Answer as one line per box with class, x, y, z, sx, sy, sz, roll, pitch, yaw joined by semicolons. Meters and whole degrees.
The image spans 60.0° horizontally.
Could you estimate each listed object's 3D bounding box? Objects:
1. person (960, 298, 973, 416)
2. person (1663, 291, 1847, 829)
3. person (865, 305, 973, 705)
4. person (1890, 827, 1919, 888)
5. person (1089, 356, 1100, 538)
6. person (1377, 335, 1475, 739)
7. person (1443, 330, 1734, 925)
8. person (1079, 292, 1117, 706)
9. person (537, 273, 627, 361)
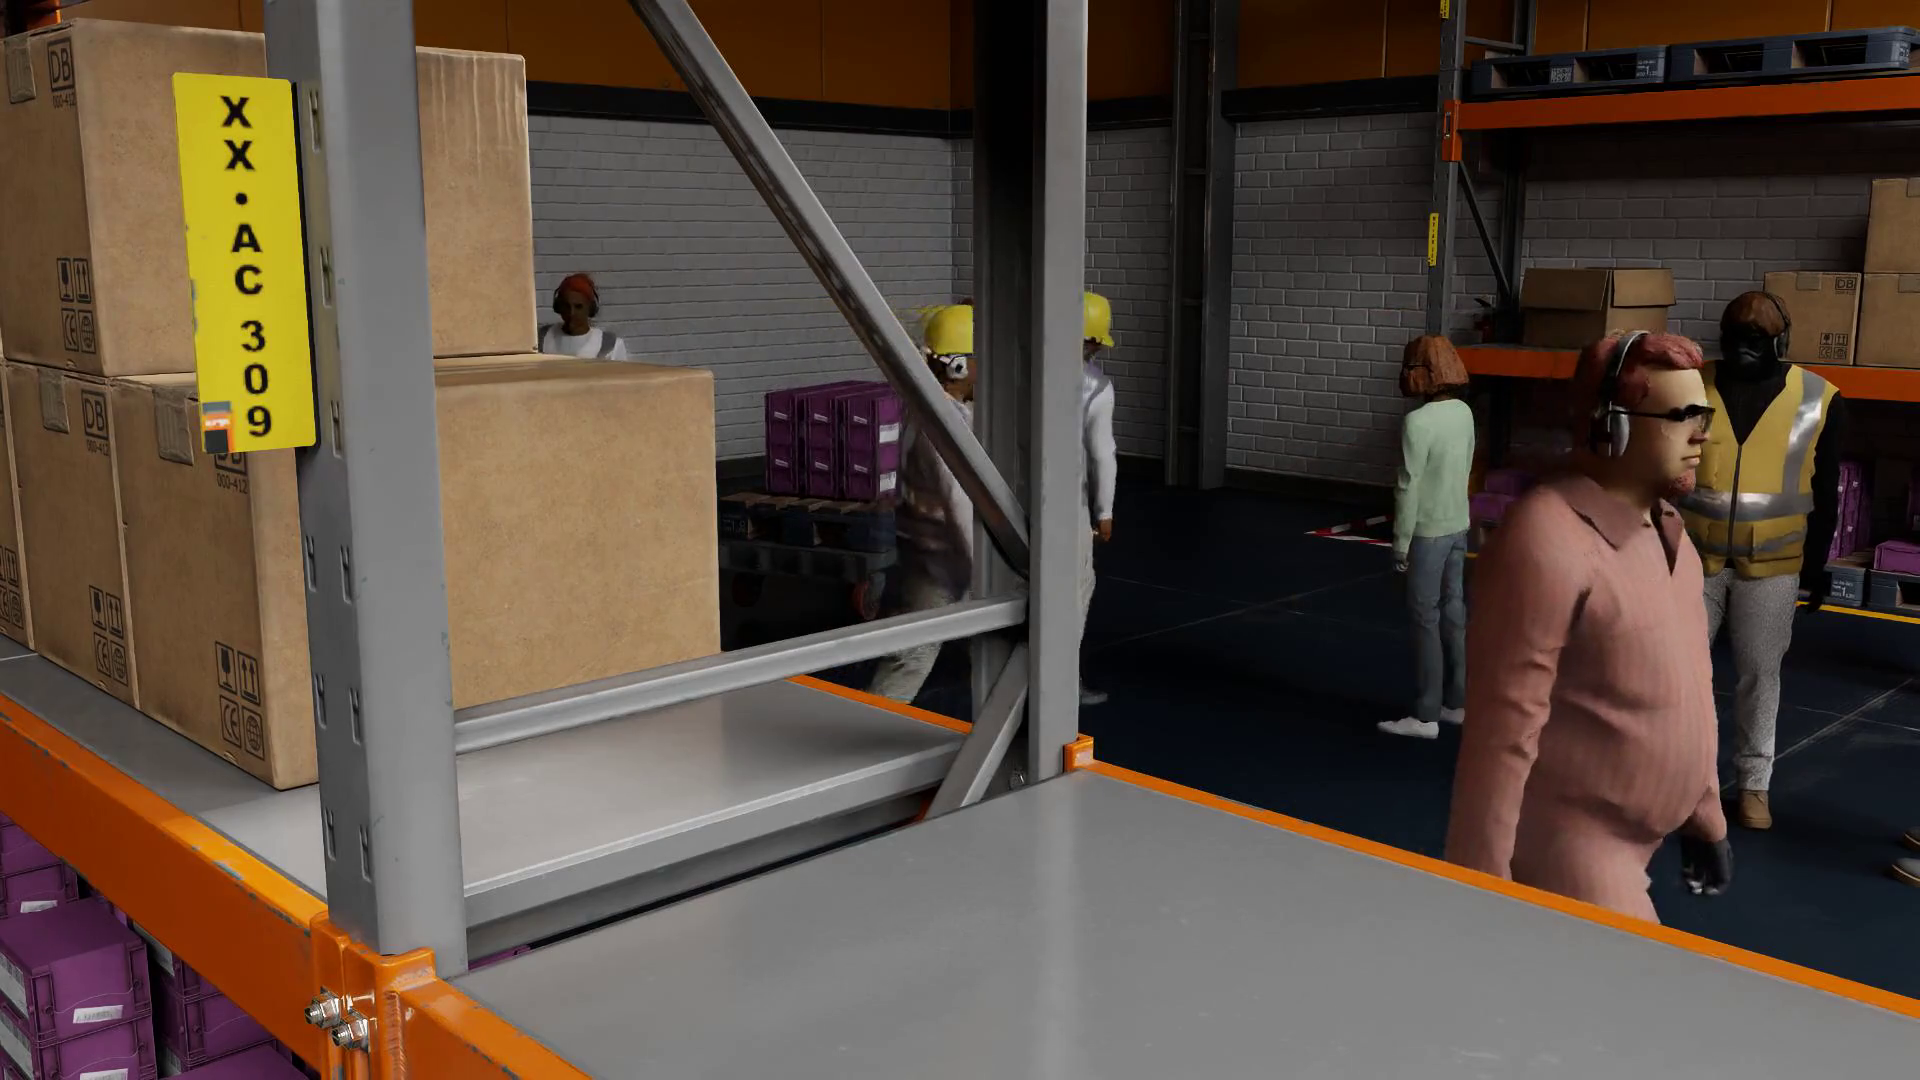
person;0.111;-0.746;10.749;0.529;1.607;0.645;-7;13;-35
person;2.655;0.071;5.721;0.619;1.838;0.430;5;12;27
person;-0.044;0.067;5.904;0.943;1.789;0.591;0;10;1
person;3.164;0.105;5.123;0.393;1.985;0.611;8;13;37
person;0.695;-0.963;11.158;0.401;1.910;0.642;-7;12;-33
person;1.910;-0.013;6.760;0.288;1.626;0.497;10;14;42
person;1.209;0.544;3.083;0.989;1.851;0.669;9;14;40
person;0.354;-0.183;7.267;0.683;1.783;0.407;5;12;26
person;-2.088;-0.540;9.107;0.586;1.827;1.035;3;11;17
